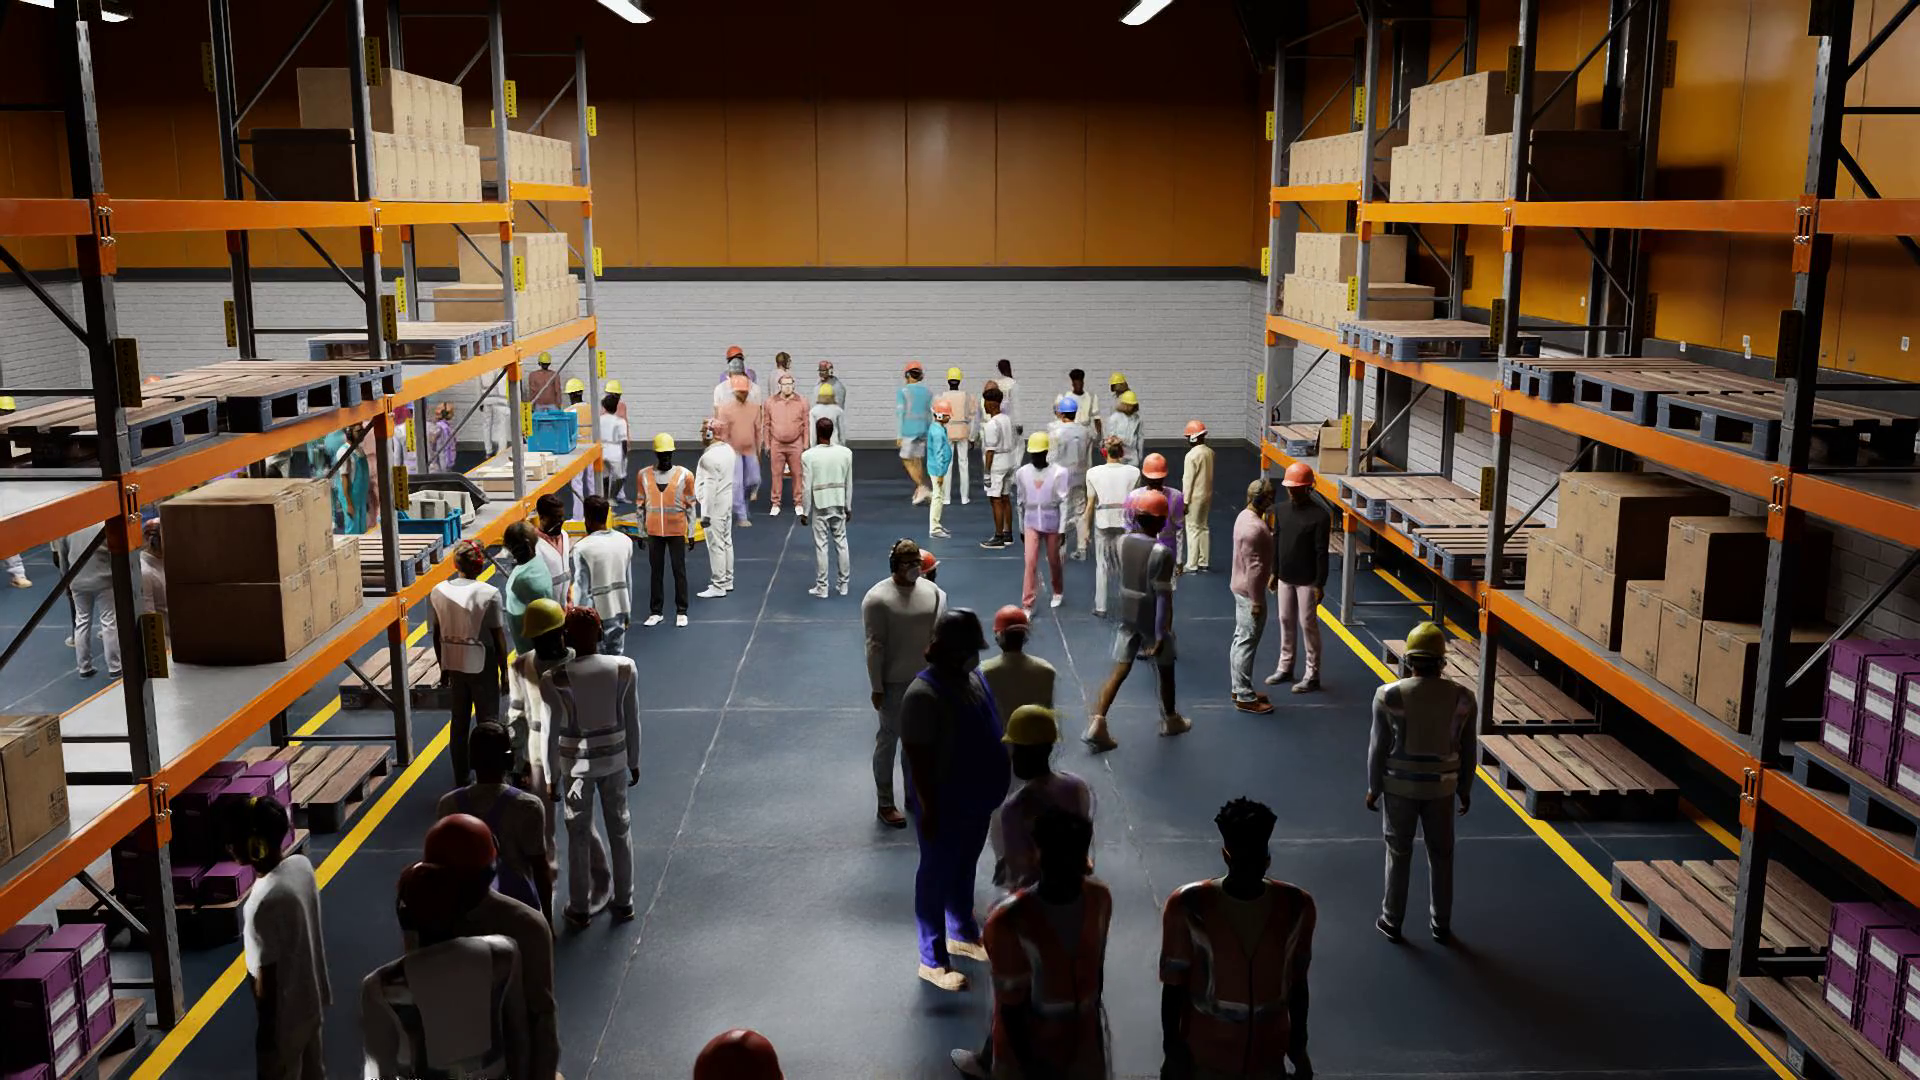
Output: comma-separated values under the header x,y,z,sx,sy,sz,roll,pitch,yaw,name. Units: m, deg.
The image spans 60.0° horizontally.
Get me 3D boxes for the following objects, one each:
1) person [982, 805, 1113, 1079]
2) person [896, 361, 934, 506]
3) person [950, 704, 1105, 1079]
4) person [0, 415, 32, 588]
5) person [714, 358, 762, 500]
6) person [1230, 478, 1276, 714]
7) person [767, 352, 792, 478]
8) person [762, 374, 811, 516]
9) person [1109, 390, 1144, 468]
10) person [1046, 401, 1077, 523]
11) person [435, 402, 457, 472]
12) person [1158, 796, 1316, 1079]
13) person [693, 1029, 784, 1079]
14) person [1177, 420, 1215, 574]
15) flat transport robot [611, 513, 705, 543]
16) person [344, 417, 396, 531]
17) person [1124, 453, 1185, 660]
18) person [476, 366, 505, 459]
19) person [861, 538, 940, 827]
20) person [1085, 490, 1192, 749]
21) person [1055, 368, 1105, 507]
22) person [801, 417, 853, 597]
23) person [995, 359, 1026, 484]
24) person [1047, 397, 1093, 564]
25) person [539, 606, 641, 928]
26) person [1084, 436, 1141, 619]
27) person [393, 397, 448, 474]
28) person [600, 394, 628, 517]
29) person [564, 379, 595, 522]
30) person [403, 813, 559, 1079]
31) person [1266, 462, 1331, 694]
x,y,z,sx,sy,sz,roll,pitch,yaw,name
0.378,1.924,6.314,0.598,1.898,1.061,-7,13,-30,person
-0.597,-1.482,23.164,0.645,2.001,0.666,-8,14,-35,person
0.344,1.680,7.614,0.931,1.875,0.599,10,15,42,person
-10.340,-0.442,17.847,0.537,2.000,0.690,6,13,28,person
-3.128,-1.564,23.473,0.681,2.000,0.535,-1,11,-3,person
2.405,0.449,13.654,0.372,1.934,0.627,1,11,4,person
-2.723,-1.916,25.499,0.378,1.940,0.628,-7,13,-32,person
-2.328,-1.271,22.334,0.643,1.913,0.408,-1,11,-5,person
2.218,-1.130,22.066,0.493,1.727,0.380,-3,12,-16,person
1.364,-1.036,21.974,0.565,1.581,0.848,-6,13,-27,person
-6.666,-0.970,21.533,0.314,1.632,0.518,-5,12,-22,person
1.039,1.904,6.272,0.601,1.967,0.369,-2,11,-8,person
-0.596,2.256,4.589,0.553,1.935,0.374,2,11,10,person
2.659,-0.484,18.817,0.356,1.742,0.574,8,14,36,person
-3.787,-0.170,20.938,1.431,0.197,0.652,6,13,27,flat transport robot
-7.103,-0.819,20.148,0.625,1.871,0.884,-2,11,-8,person
1.771,0.154,15.162,0.553,1.923,0.392,-1,11,-3,person
-7.684,-2.270,27.406,0.573,1.886,0.356,4,12,19,person
-0.367,0.937,11.189,0.632,1.940,0.372,-10,15,-42,person
1.382,0.609,12.726,1.052,2.003,0.609,-11,15,-43,person
1.675,-1.420,23.084,0.683,1.944,0.680,-3,12,-16,person
-1.408,-0.345,17.668,0.589,1.920,0.398,-6,13,-27,person
0.766,-1.754,24.871,0.549,1.872,0.659,-7,13,-30,person
1.273,-0.695,19.373,0.605,1.939,0.410,-6,13,-28,person
-2.110,1.297,9.543,0.575,1.880,0.359,-6,13,-27,person
1.540,-0.119,16.728,0.571,1.840,0.373,-1,11,-7,person
-6.361,-0.758,19.664,0.604,1.949,0.398,-2,11,-9,person
-4.647,-1.098,22.024,0.559,1.673,0.428,3,12,17,person
-4.957,-1.142,21.687,0.399,1.915,0.588,7,13,33,person
-1.760,1.935,6.075,0.618,1.986,0.408,3,12,15,person
2.878,0.316,14.204,0.414,1.987,0.621,-7,13,-32,person
